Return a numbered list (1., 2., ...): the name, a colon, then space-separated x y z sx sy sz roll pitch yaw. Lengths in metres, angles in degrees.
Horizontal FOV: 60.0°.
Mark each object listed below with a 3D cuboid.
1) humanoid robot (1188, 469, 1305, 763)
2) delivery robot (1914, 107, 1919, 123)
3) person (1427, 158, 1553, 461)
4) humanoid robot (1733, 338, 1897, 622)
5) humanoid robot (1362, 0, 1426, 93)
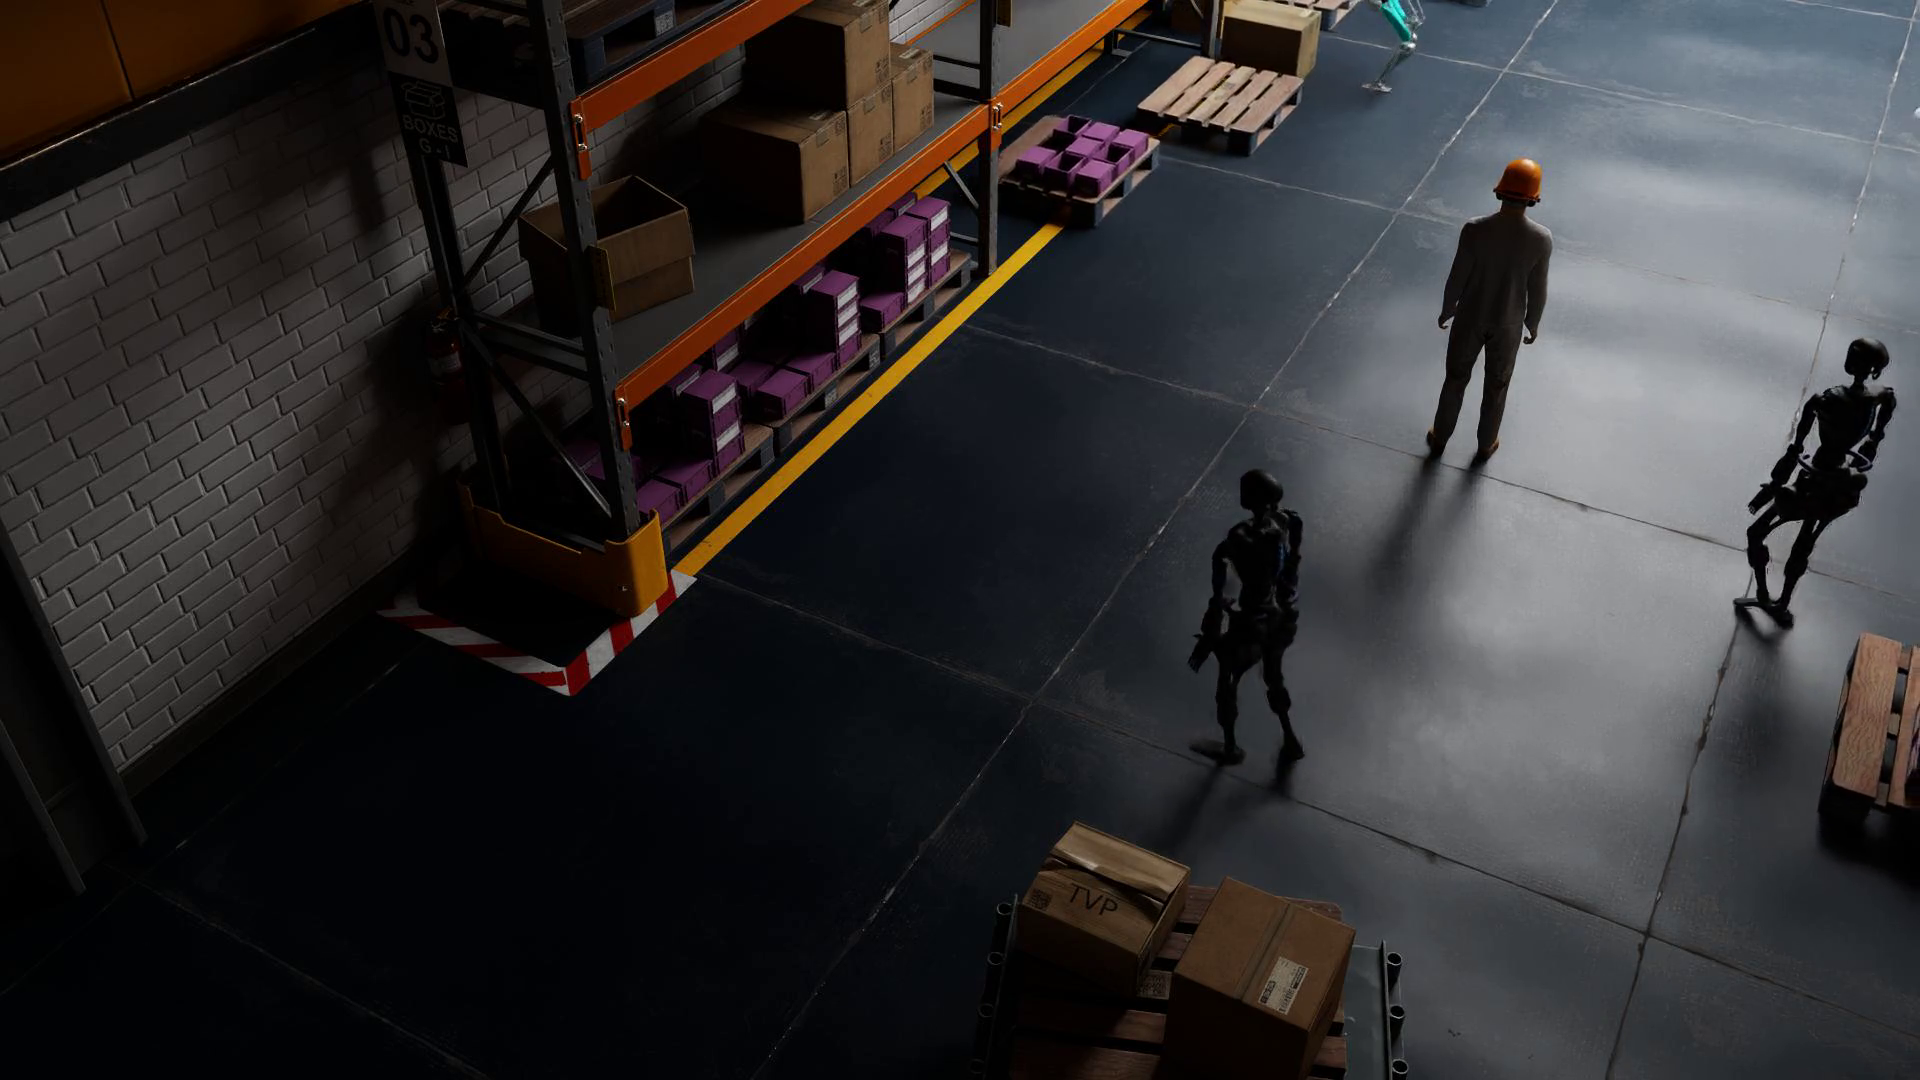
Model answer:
1. humanoid robot: 1.382 0.415 7.582 0.591 1.650 0.468 -24 45 -27
2. delivery robot: 8.213 -3.573 13.434 0.746 0.565 0.499 -2 39 -3
3. person: 3.044 -1.296 9.540 0.562 1.896 0.359 11 40 13
4. humanoid robot: 4.360 -0.293 8.456 0.606 1.647 0.346 -9 40 -11
5. humanoid robot: 3.654 -4.549 13.737 0.674 1.791 0.538 15 41 18
